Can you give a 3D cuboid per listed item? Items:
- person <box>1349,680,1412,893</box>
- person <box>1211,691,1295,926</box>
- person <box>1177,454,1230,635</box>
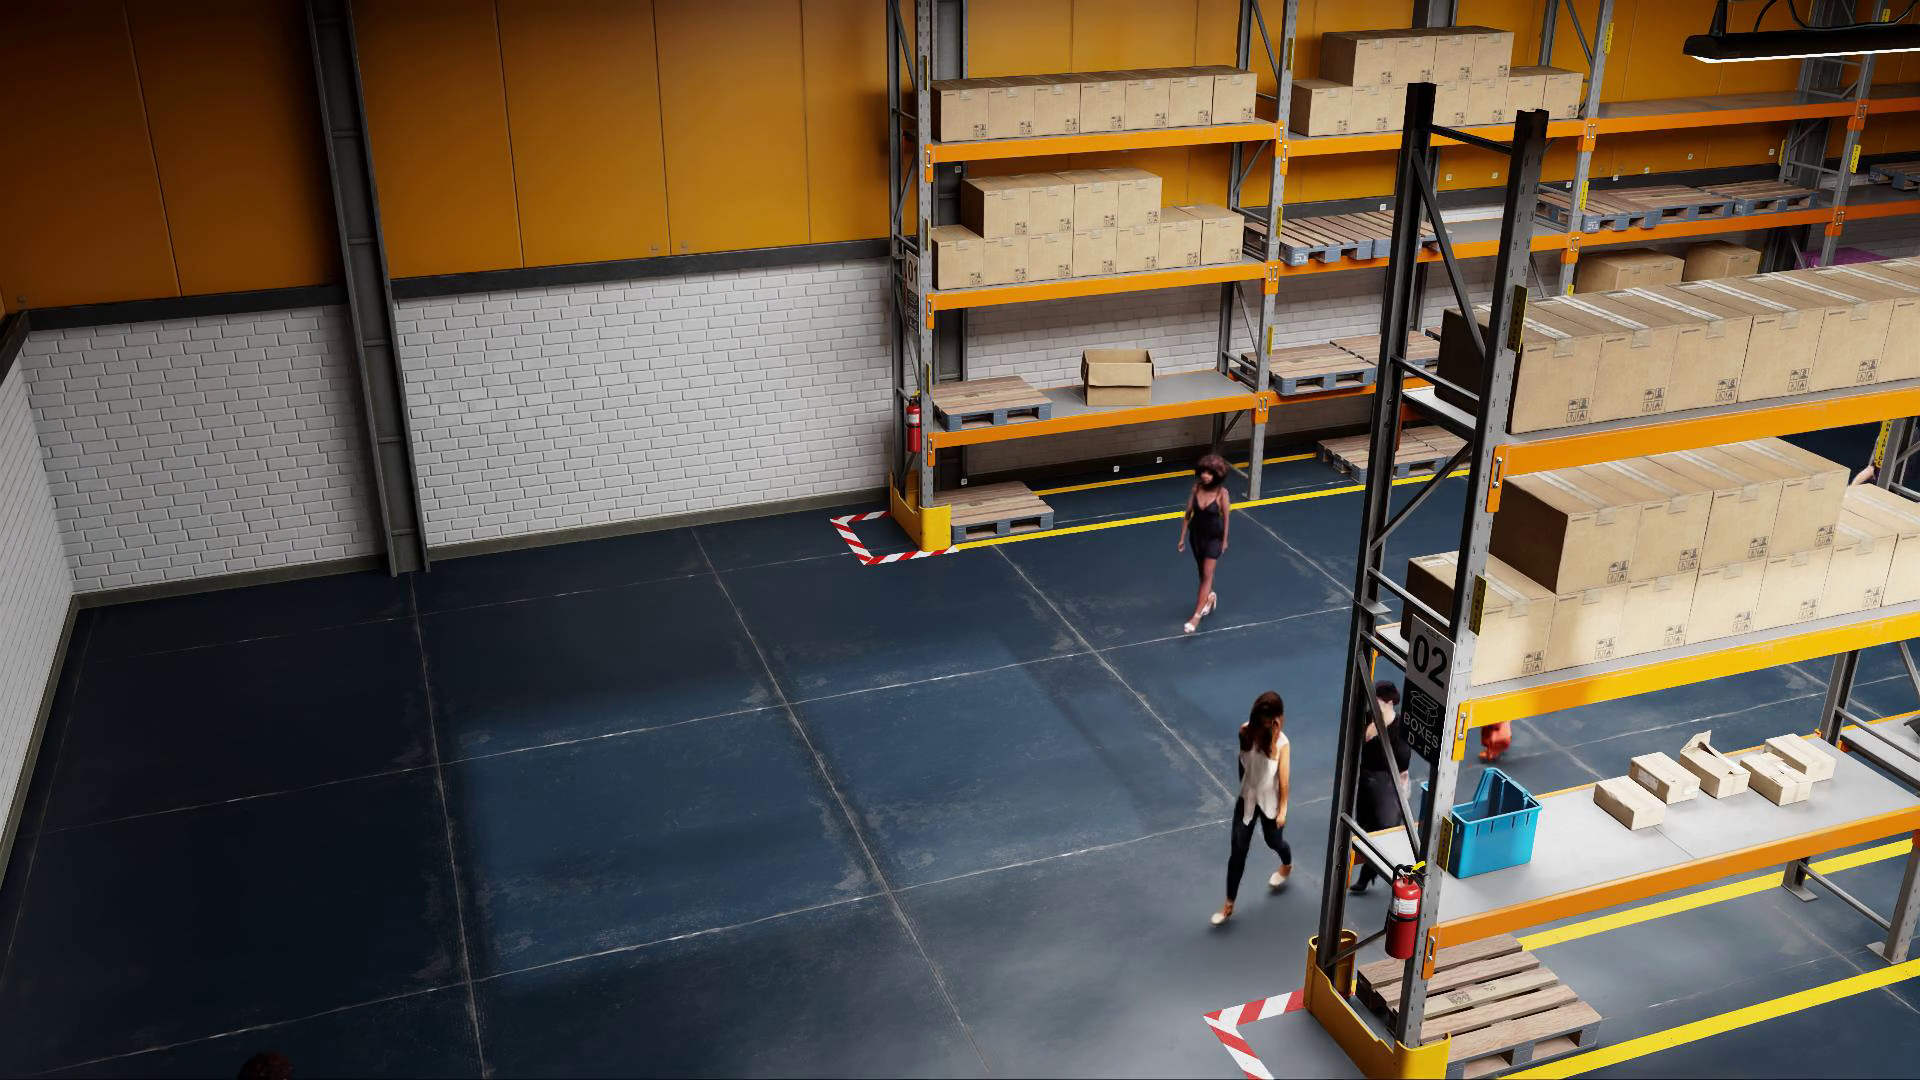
[{"bbox_3d":[3.101,1.780,11.949,0.866,1.737,0.656,-10,26,-22],"label":"person"},{"bbox_3d":[2.197,1.842,11.805,0.965,1.739,1.213,20,31,38],"label":"person"},{"bbox_3d":[2.403,-0.009,16.025,0.940,1.750,1.112,16,28,32],"label":"person"}]
